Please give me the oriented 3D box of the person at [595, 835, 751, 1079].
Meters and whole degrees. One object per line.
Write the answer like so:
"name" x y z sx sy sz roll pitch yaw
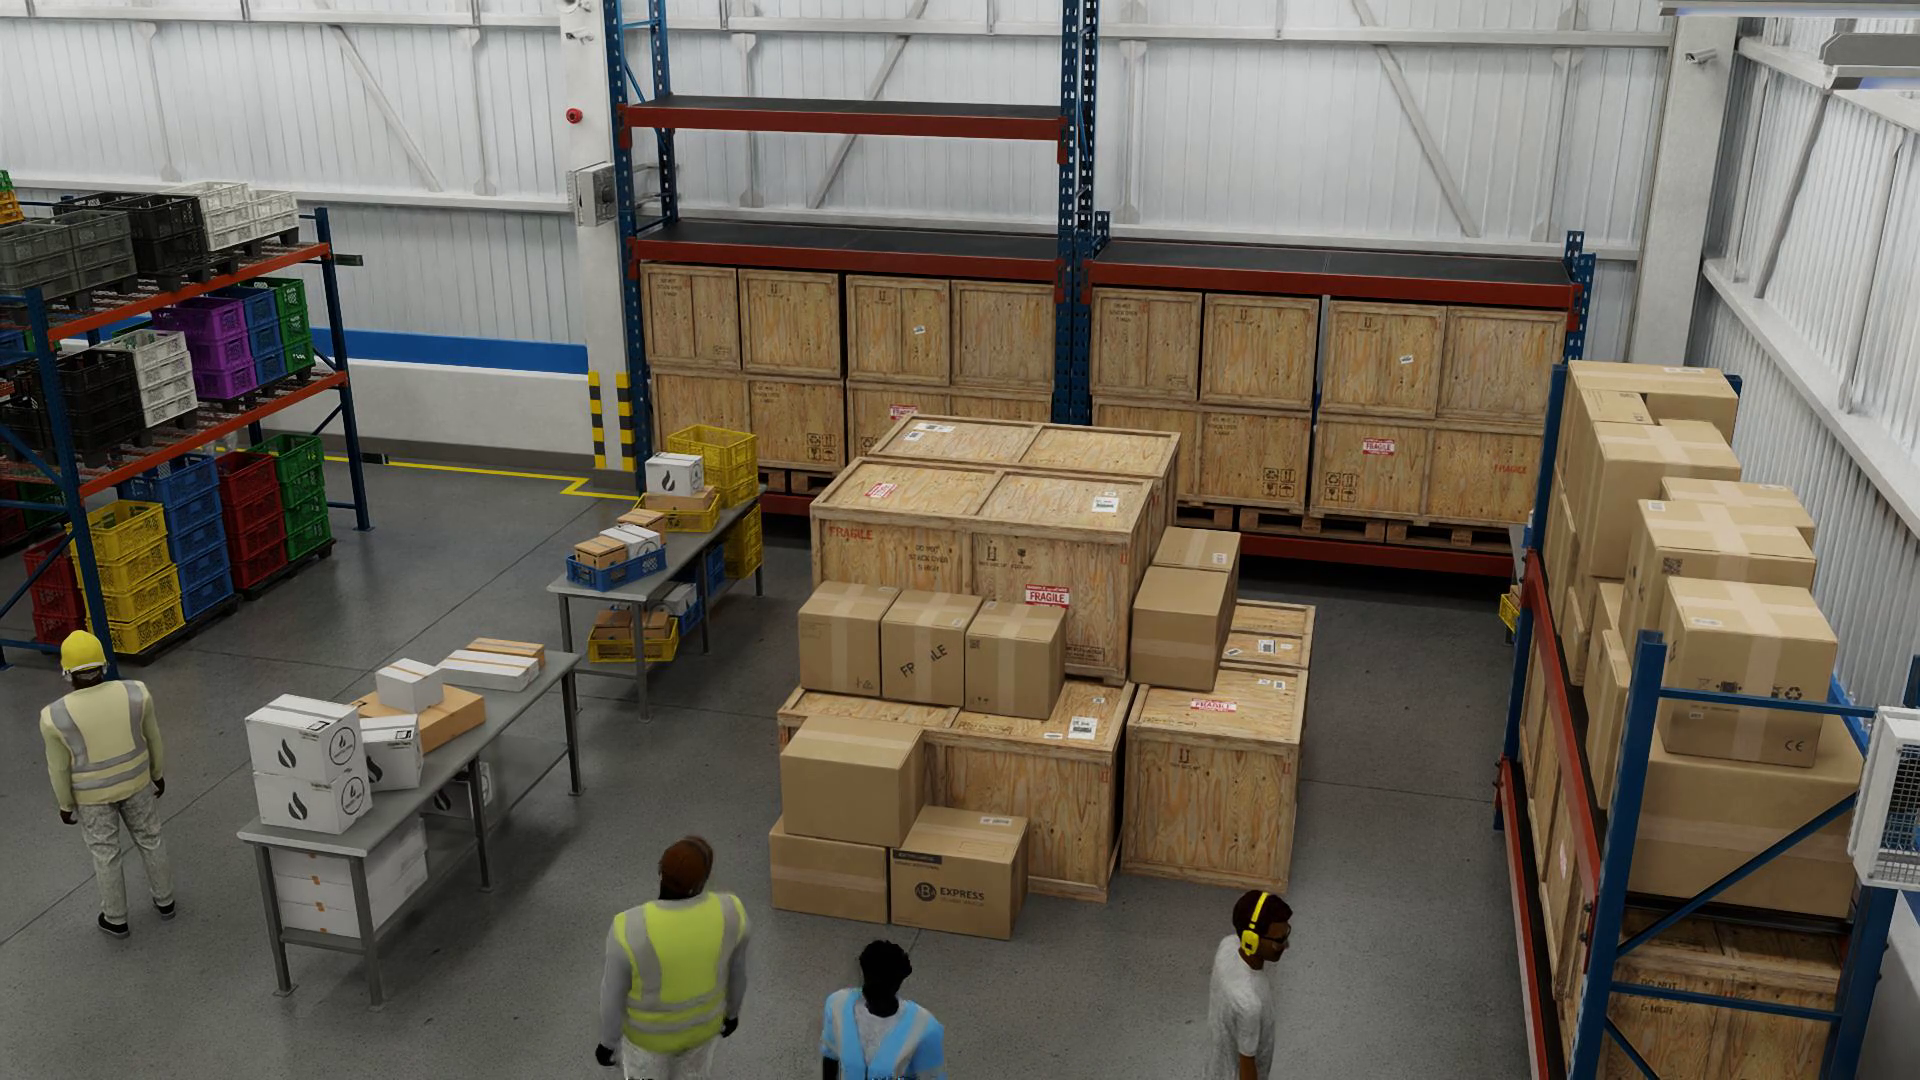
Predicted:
"person" -1.274 2.114 7.344 0.670 1.829 0.486 -12 24 -28

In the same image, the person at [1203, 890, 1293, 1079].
"person" 1.161 2.264 6.870 0.311 1.863 0.534 -1 21 -3

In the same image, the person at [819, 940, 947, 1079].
"person" -0.309 2.368 6.841 0.580 1.695 0.320 9 23 21

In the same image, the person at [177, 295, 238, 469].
"person" -7.665 -1.591 16.853 0.372 1.940 0.632 13 25 31

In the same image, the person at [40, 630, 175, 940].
"person" -4.747 1.355 9.289 0.589 1.833 0.404 -19 28 -41
